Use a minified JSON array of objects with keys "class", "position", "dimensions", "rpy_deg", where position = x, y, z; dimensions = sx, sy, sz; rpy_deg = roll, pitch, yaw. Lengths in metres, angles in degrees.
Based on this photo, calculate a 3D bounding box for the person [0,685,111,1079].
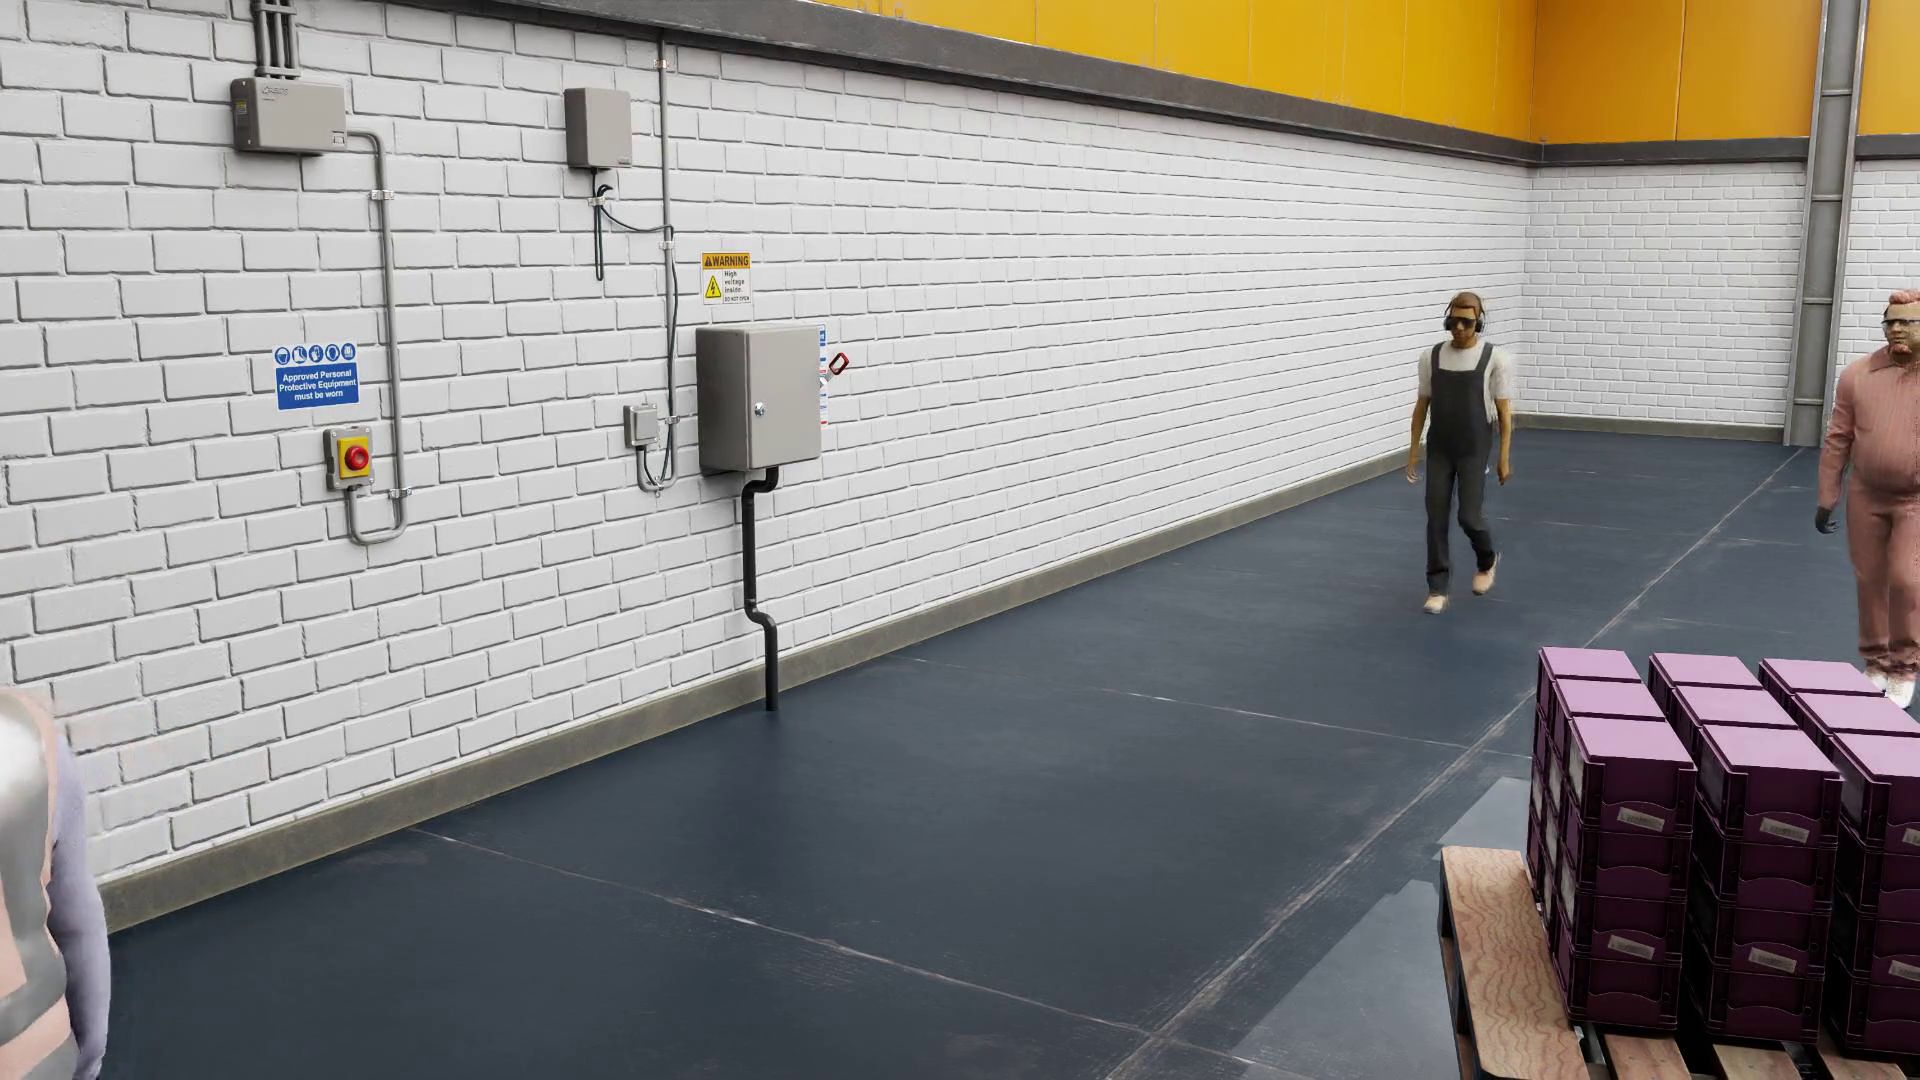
[{"class":"person","position":[-1.328,0.842,2.120],"dimensions":[0.938,1.795,0.684],"rpy_deg":[6,12,32]}]

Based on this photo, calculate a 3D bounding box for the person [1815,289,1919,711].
[{"class":"person","position":[4.175,-0.173,7.465],"dimensions":[0.638,1.880,0.673],"rpy_deg":[-9,14,-41]}]

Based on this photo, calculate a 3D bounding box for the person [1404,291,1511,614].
[{"class":"person","position":[2.847,-0.499,9.435],"dimensions":[0.542,1.825,0.527],"rpy_deg":[7,13,35]}]
